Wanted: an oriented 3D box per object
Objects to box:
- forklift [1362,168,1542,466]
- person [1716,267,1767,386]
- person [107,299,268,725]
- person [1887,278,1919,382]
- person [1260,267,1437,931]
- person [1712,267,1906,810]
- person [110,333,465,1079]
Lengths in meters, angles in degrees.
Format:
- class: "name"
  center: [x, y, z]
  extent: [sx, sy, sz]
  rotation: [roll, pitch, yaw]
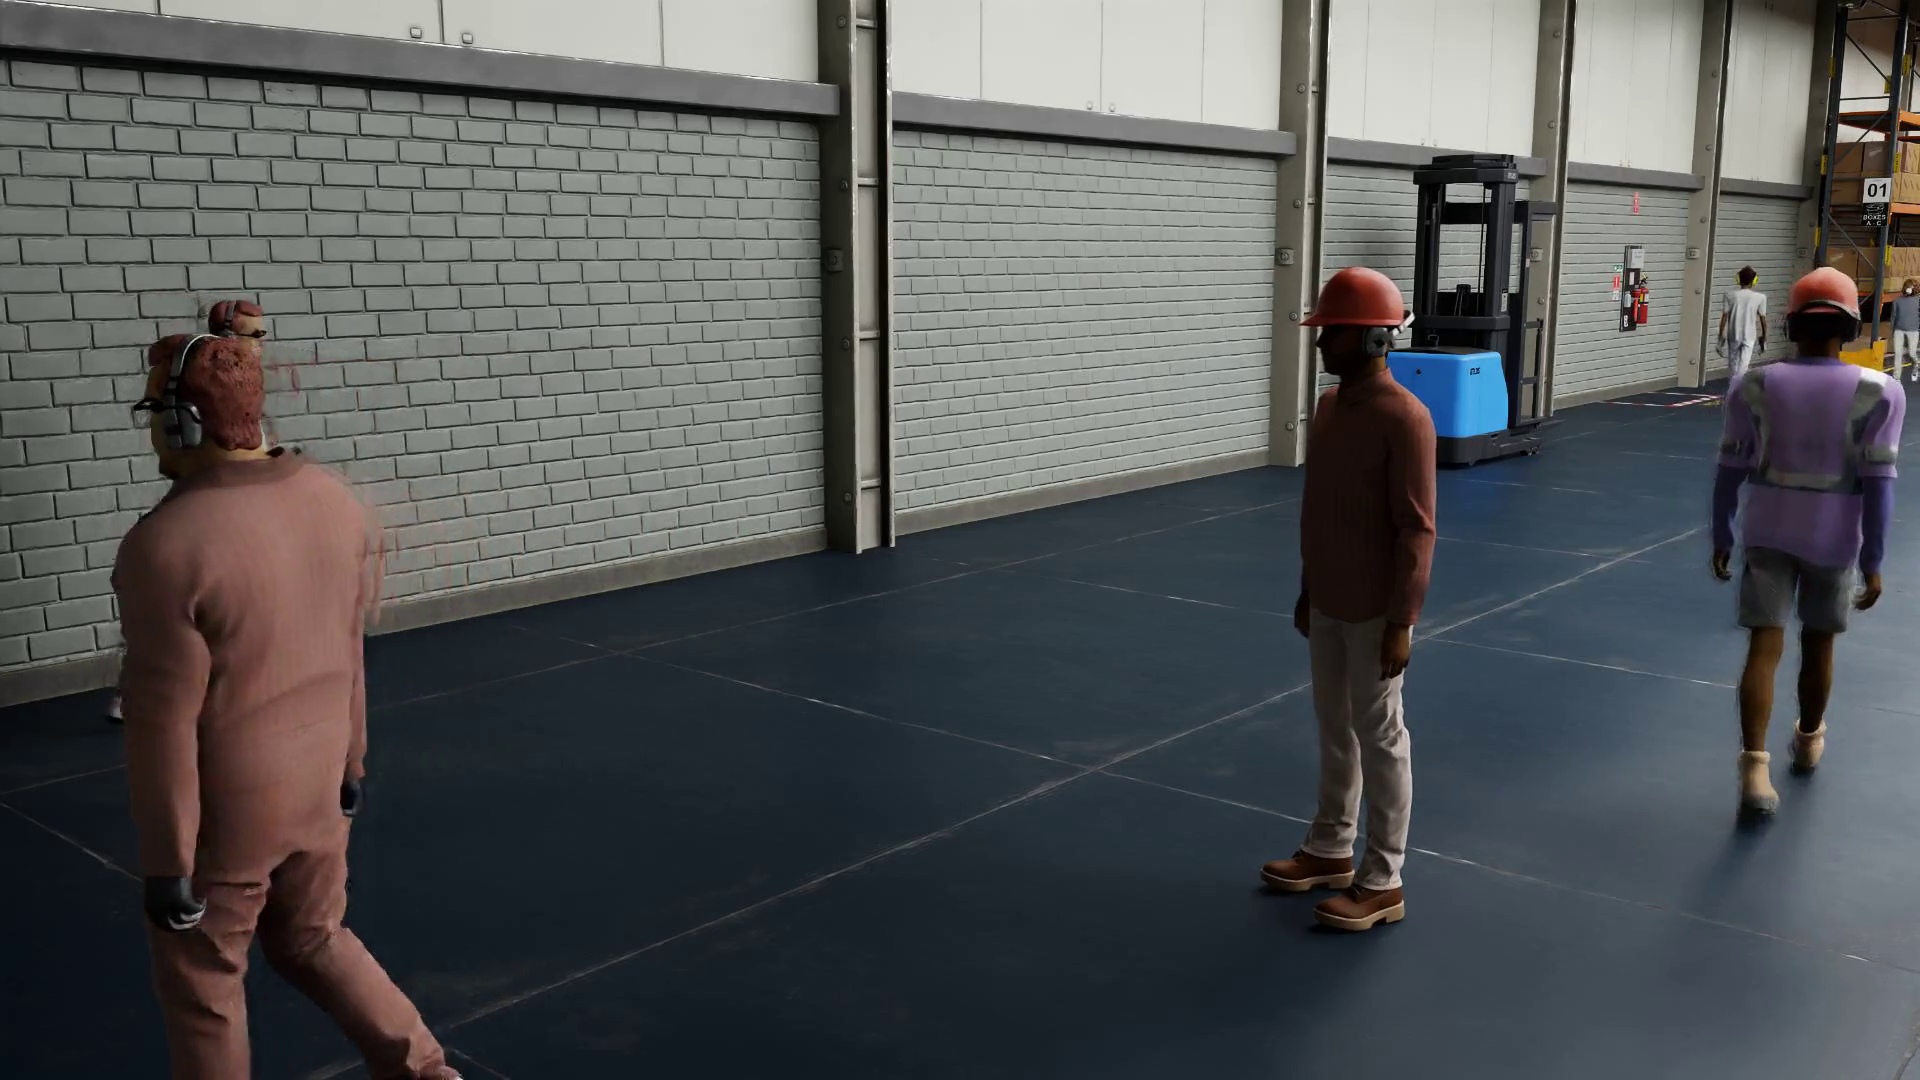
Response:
- class: "forklift"
  center: [4.875, -2.212, 16.287]
  extent: [1.129, 2.768, 1.873]
  rotation: [8, 13, 40]
- class: "person"
  center: [9.765, -2.482, 20.738]
  extent: [0.552, 1.811, 0.992]
  rotation: [6, 11, 29]
- class: "person"
  center: [-3.217, -0.114, 7.214]
  extent: [1.071, 1.840, 0.649]
  rotation: [-4, 11, -24]
- class: "person"
  center: [14.245, -3.127, 24.985]
  extent: [0.470, 1.622, 0.504]
  rotation: [-10, 14, -44]
- class: "person"
  center: [1.200, 0.176, 5.083]
  extent: [0.386, 1.996, 0.610]
  rotation: [-3, 10, -15]
- class: "person"
  center: [3.119, -0.010, 6.193]
  extent: [0.624, 1.985, 1.111]
  rotation: [7, 12, 34]
- class: "person"
  center: [-1.420, 0.521, 3.410]
  extent: [0.713, 1.888, 0.655]
  rotation: [3, 11, 19]
